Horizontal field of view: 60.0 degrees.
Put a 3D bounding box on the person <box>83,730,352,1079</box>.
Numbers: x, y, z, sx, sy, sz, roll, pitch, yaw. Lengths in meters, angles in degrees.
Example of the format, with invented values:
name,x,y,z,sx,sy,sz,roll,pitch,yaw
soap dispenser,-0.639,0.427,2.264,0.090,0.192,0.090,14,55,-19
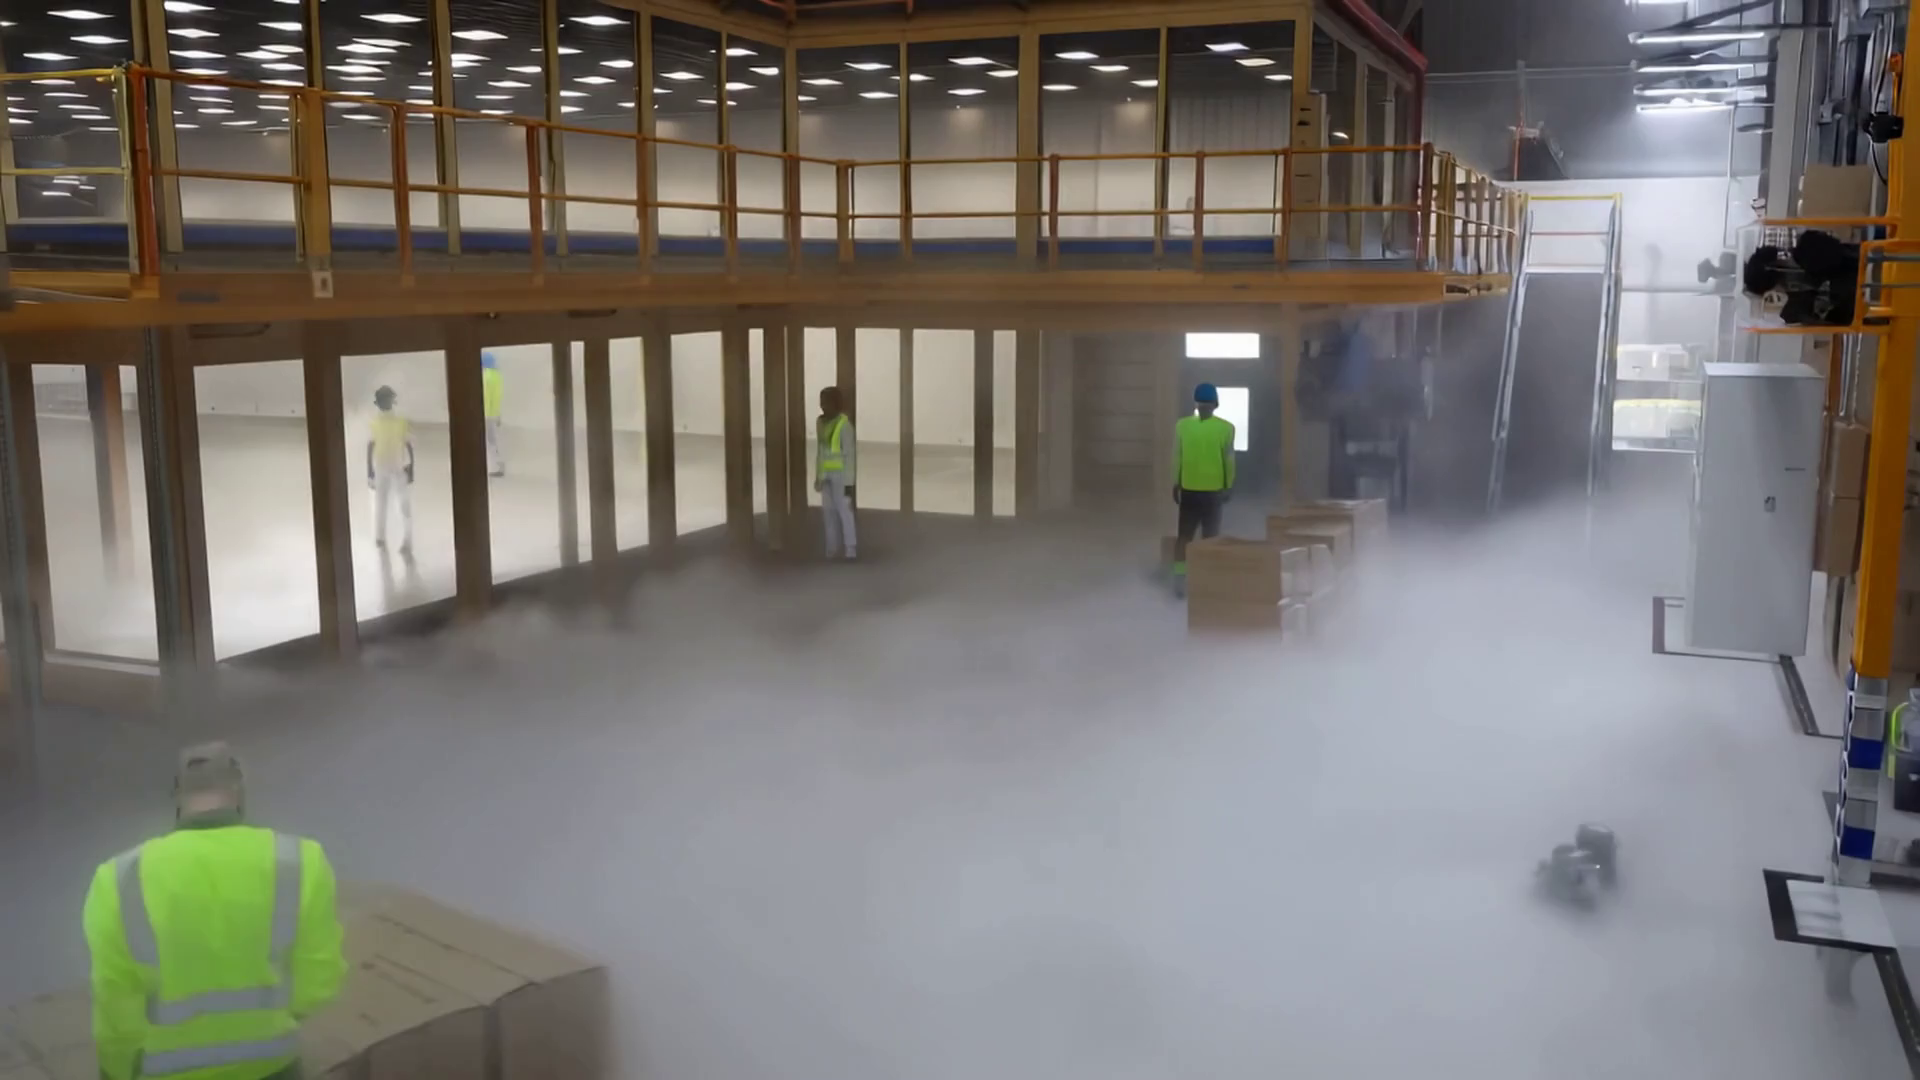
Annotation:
name,x,y,z,sx,sy,sz,roll,pitch,yaw
person,-1.979,1.420,4.516,0.633,1.839,0.429,-3,10,-18

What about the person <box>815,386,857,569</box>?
name,x,y,z,sx,sy,sz,roll,pitch,yaw
person,-1.289,-0.646,17.159,0.356,1.876,0.574,-9,13,-43

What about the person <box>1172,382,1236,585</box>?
name,x,y,z,sx,sy,sz,roll,pitch,yaw
person,2.374,-0.548,16.211,0.612,1.986,0.406,1,9,7
